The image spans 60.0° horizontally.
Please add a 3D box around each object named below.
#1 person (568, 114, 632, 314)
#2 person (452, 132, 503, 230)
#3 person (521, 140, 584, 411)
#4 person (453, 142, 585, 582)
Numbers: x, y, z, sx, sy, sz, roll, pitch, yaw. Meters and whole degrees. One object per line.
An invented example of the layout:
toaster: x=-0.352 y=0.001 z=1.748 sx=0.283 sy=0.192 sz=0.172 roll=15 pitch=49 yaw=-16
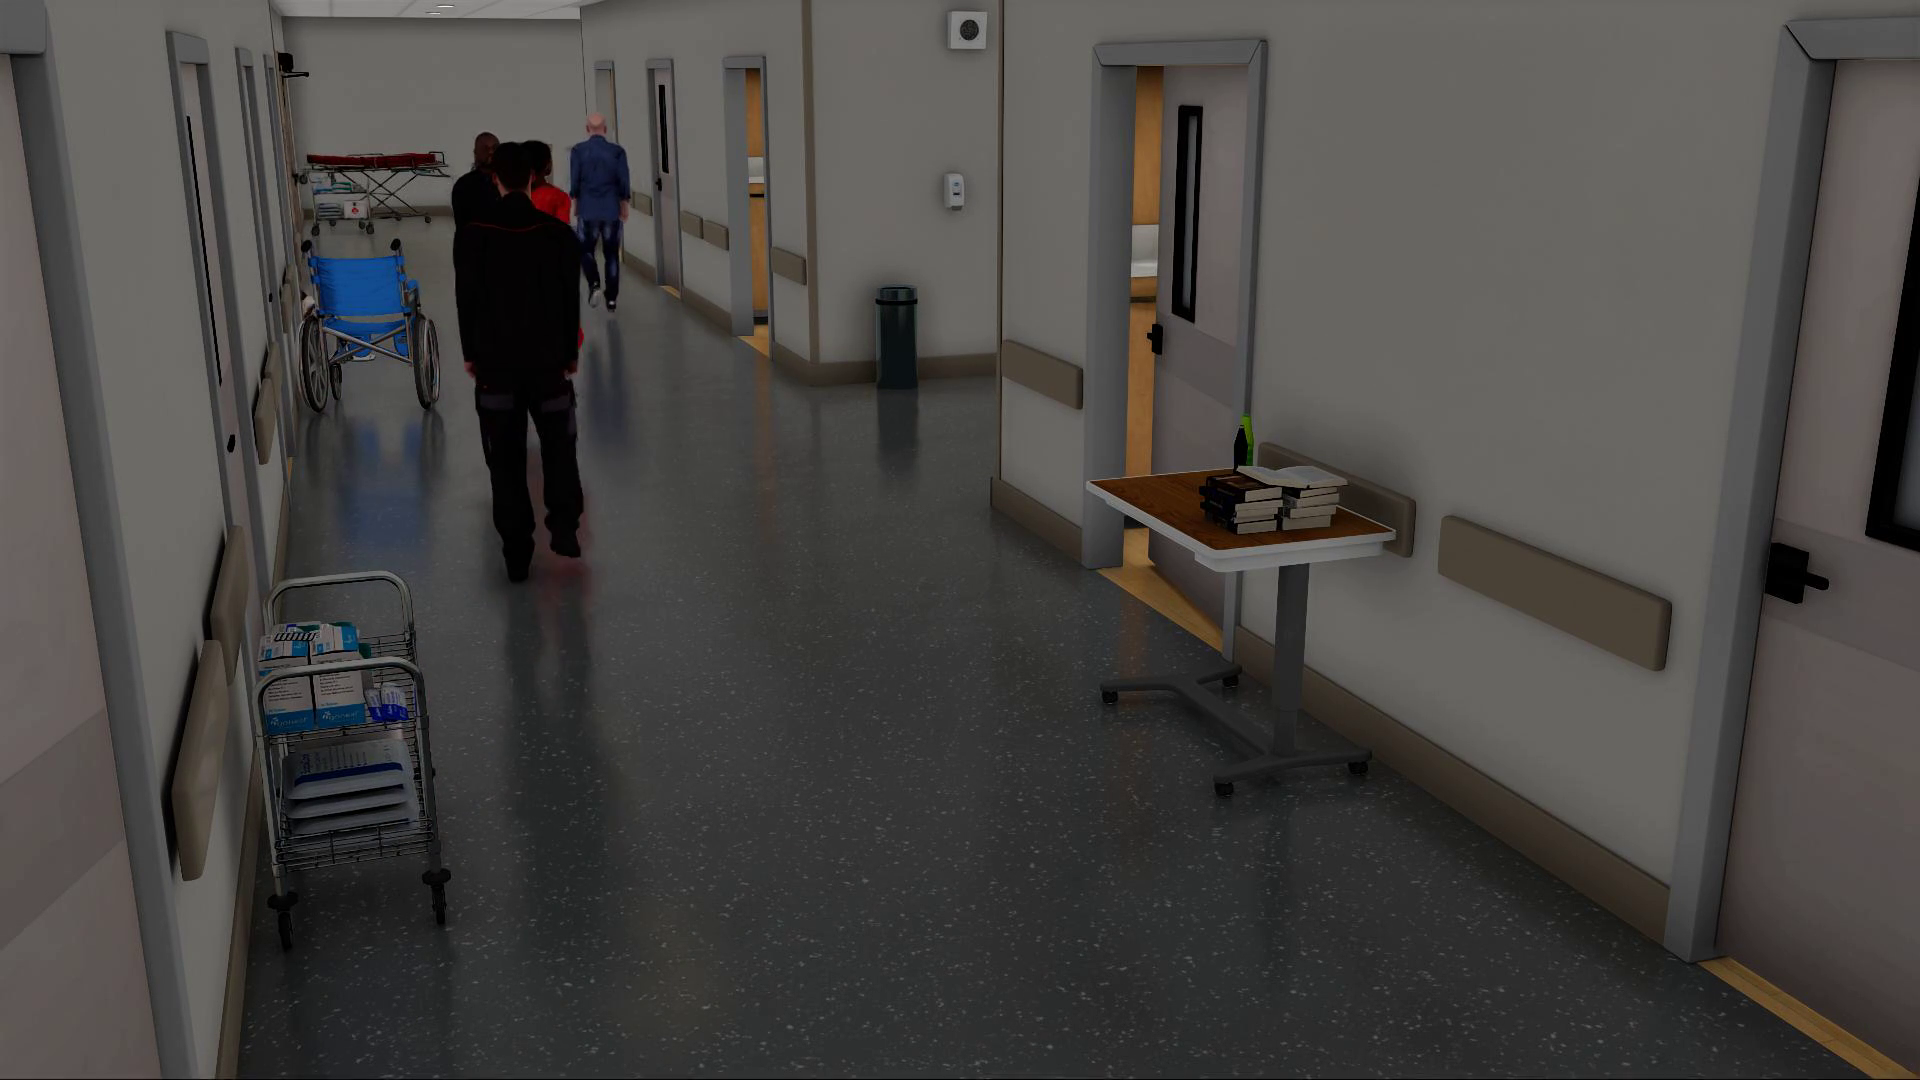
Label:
person: x=-3.328 y=-2.995 z=15.374 sx=0.752 sy=1.810 sz=0.741 roll=-4 pitch=16 yaw=-15
person: x=-3.075 y=-1.804 z=11.190 sx=0.721 sy=1.789 sz=1.148 roll=-7 pitch=17 yaw=-22
person: x=-2.672 y=-1.622 z=10.584 sx=0.958 sy=1.767 sz=1.001 roll=9 pitch=18 yaw=28
person: x=-1.900 y=-0.745 z=7.235 sx=0.699 sy=1.896 sz=0.687 roll=-5 pitch=16 yaw=-16
